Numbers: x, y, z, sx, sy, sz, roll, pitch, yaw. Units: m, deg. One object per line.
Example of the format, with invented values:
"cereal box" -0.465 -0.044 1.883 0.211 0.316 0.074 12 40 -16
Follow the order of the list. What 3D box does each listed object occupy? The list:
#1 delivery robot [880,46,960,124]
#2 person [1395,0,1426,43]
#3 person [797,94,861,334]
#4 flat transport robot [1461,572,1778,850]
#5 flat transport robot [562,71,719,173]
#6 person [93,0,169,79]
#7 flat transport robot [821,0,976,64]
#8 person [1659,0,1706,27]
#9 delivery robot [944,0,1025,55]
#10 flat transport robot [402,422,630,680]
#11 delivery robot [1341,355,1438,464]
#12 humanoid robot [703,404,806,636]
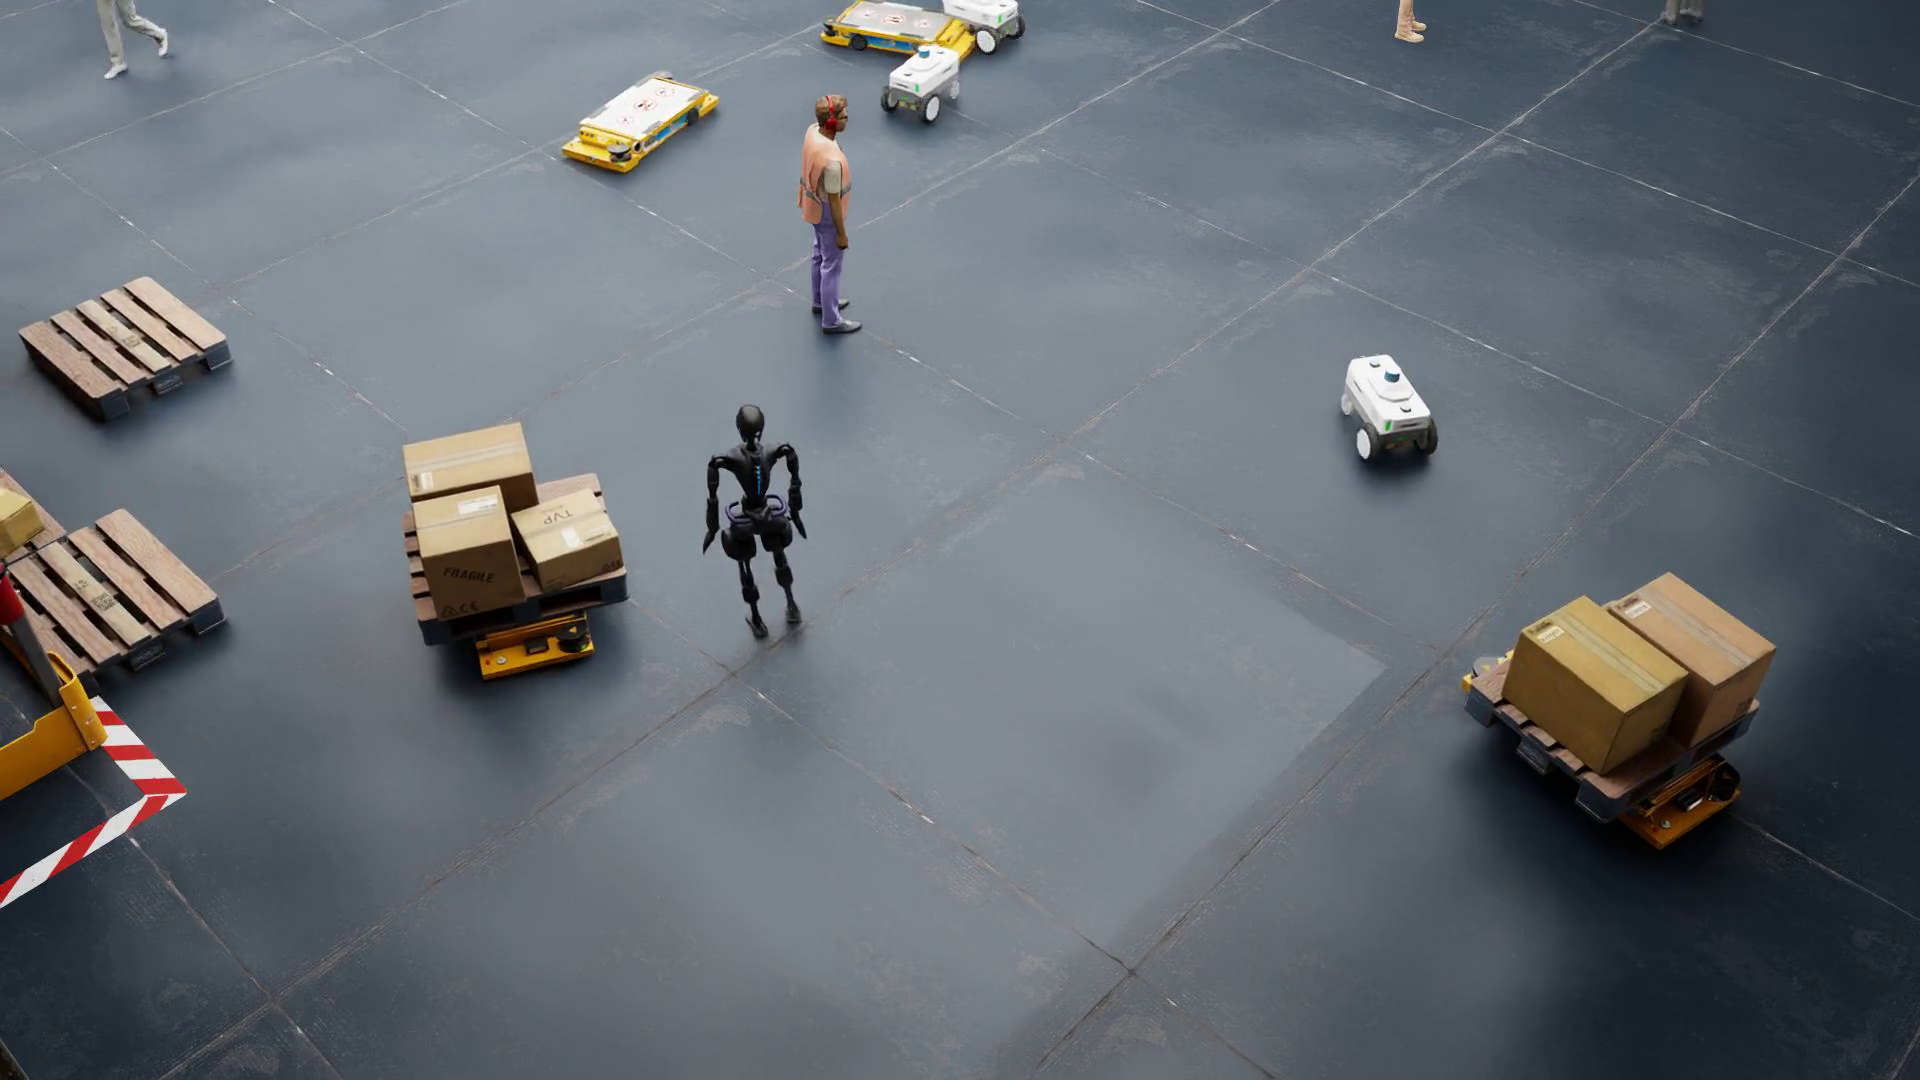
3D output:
"delivery robot" -0.331 -4.108 14.889 0.499 0.608 0.799 23 47 24
"person" 4.372 -5.574 15.623 0.321 1.738 0.479 14 44 15
"person" -0.957 -2.338 11.957 0.391 1.836 0.559 -13 44 -14
"flat transport robot" 3.580 1.075 9.331 0.659 0.231 1.431 -24 47 -24
"flat transport robot" -2.798 -3.688 14.625 0.659 0.231 1.431 20 46 20
"person" -7.745 -5.074 15.154 0.530 1.620 0.660 14 44 15
"flat transport robot" -0.556 -4.886 15.957 1.431 0.231 0.659 14 44 15
"person" 7.038 -5.755 15.765 0.587 1.829 0.420 -14 44 -15
"delivery robot" 0.210 -5.018 15.898 0.807 0.606 0.499 26 48 26
"flat transport robot" -2.708 0.250 10.249 0.659 0.231 1.431 -13 44 -14
"delivery robot" 2.908 -0.917 11.319 0.499 0.579 0.753 -9 43 -10
"humanoid robot" -1.188 -0.086 9.570 0.609 1.651 0.368 -15 44 -16
